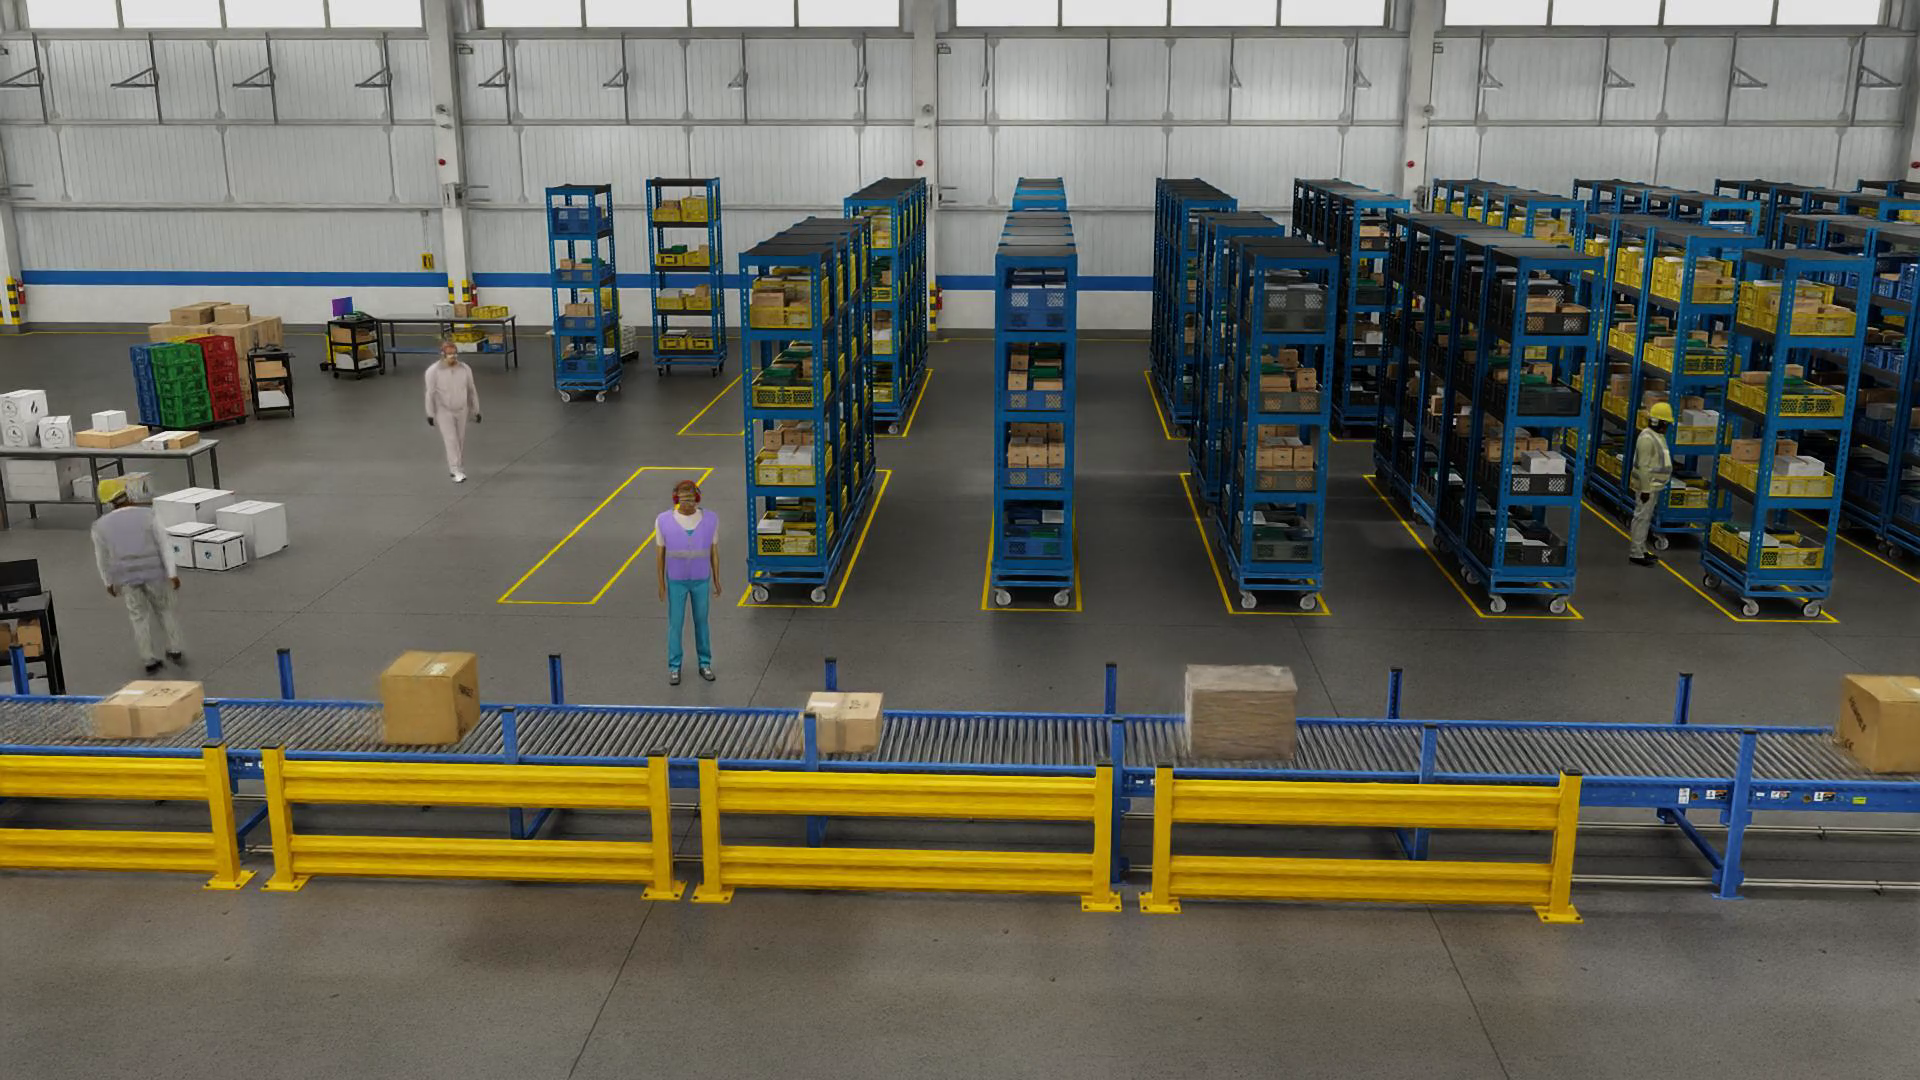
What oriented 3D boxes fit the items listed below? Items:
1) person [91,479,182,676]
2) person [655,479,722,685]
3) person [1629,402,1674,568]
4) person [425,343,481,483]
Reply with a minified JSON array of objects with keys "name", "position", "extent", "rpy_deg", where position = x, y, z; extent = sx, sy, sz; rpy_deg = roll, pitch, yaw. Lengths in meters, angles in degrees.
[{"name":"person","position":[-7.398,0.320,14.966],"extent":[0.646,1.783,0.485],"rpy_deg":[-6,16,-22]},{"name":"person","position":[-2.398,0.355,14.720],"extent":[0.563,1.847,0.389],"rpy_deg":[-5,16,-18]},{"name":"person","position":[7.630,-0.620,18.376],"extent":[0.404,1.828,0.587],"rpy_deg":[9,17,30]},{"name":"person","position":[-6.736,-1.697,22.282],"extent":[0.666,1.865,0.939],"rpy_deg":[-13,19,-39]}]
